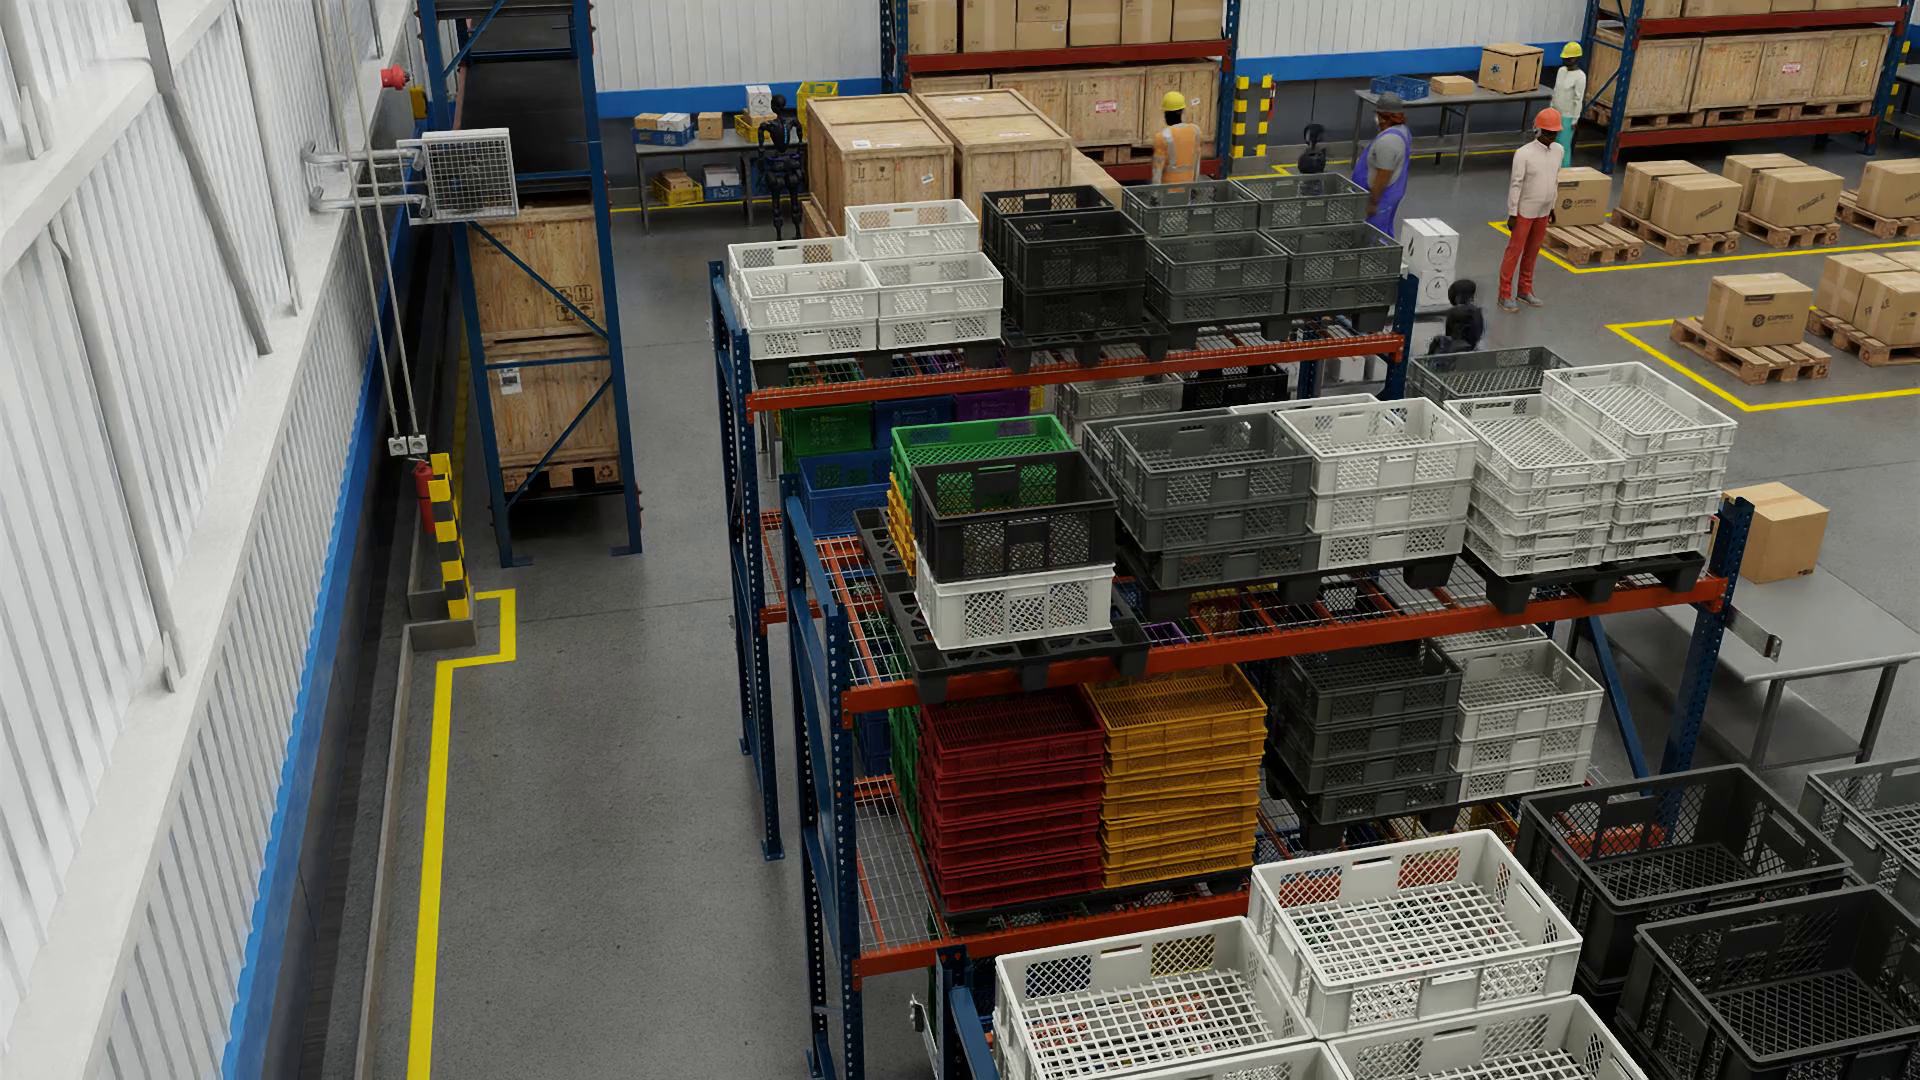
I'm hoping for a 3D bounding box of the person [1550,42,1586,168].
[{"bbox_3d":[7.340,-5.170,20.260,0.339,1.757,0.539,-7,29,-13],"label":"person"}]

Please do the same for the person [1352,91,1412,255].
[{"bbox_3d":[4.220,-3.508,16.804,0.537,2.000,0.687,13,31,23],"label":"person"}]

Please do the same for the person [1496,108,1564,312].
[{"bbox_3d":[5.631,-3.245,16.354,0.621,1.993,0.379,-14,31,-25],"label":"person"}]

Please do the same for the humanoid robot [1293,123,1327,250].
[{"bbox_3d":[3.583,-3.450,17.088,0.577,1.640,0.606,-1,28,-2],"label":"humanoid robot"}]

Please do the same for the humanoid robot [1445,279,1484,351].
[{"bbox_3d":[3.892,-1.261,12.953,0.494,1.631,0.637,11,30,19],"label":"humanoid robot"}]

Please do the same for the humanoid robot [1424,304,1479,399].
[{"bbox_3d":[3.588,-0.932,12.297,0.366,1.653,0.637,-13,30,-22],"label":"humanoid robot"}]

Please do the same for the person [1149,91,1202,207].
[{"bbox_3d":[2.214,-3.685,17.277,0.588,1.914,0.421,-18,32,-30],"label":"person"}]

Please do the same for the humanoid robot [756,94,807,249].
[{"bbox_3d":[-1.949,-4.040,18.186,0.589,1.657,0.327,-16,32,-28],"label":"humanoid robot"}]
